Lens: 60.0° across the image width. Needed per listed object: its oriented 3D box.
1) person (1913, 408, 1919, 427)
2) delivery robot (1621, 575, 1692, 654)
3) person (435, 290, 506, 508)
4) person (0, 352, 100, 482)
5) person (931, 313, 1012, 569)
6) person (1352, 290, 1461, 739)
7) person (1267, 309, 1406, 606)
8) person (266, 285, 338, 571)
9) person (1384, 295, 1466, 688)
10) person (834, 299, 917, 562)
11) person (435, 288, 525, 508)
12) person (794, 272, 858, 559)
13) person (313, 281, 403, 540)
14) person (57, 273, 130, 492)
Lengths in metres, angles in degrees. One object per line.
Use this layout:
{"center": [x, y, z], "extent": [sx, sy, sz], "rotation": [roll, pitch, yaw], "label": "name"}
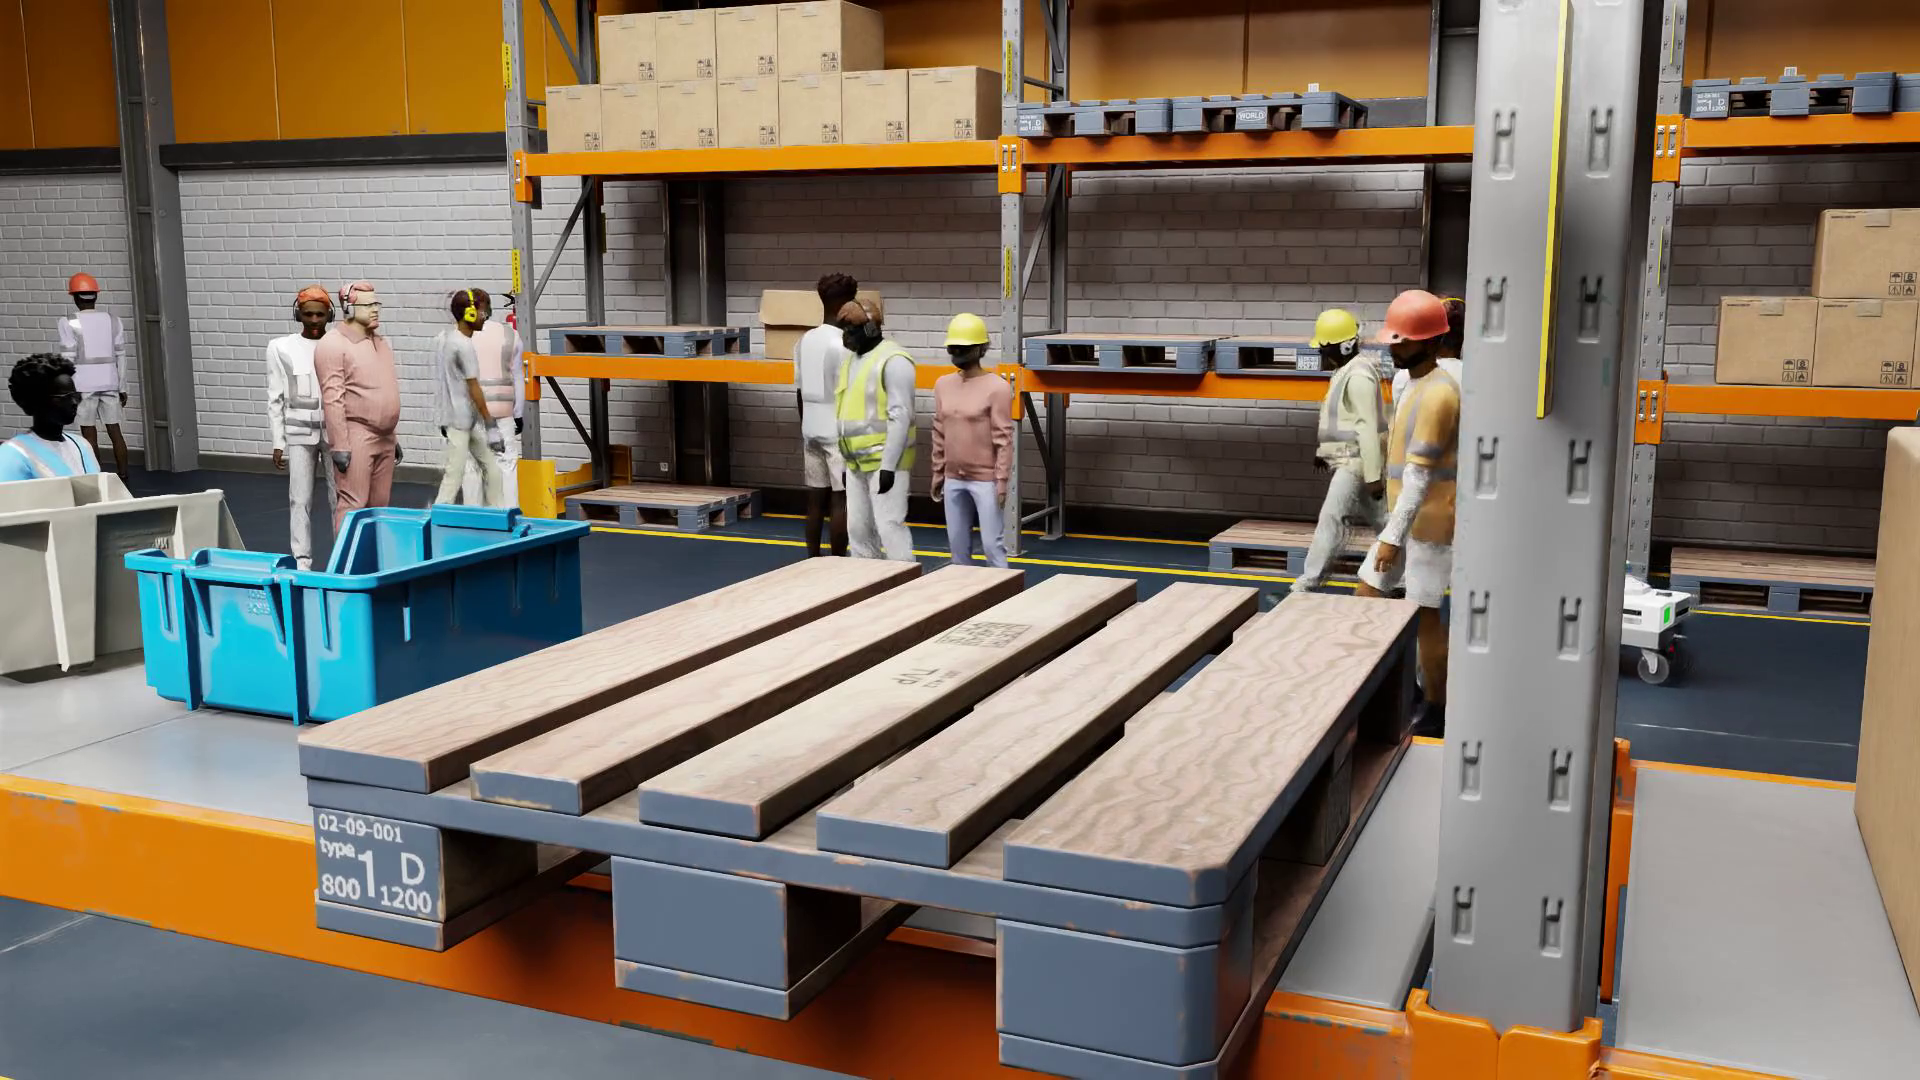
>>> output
{"center": [3.442, 0.069, 5.662], "extent": [0.538, 2.000, 0.684], "rotation": [-3, 10, -15], "label": "person"}
{"center": [3.209, 0.337, 8.215], "extent": [0.707, 0.478, 0.477], "rotation": [8, 13, 41], "label": "delivery robot"}
{"center": [-3.228, -0.758, 11.245], "extent": [0.892, 1.827, 0.536], "rotation": [-3, 10, -15], "label": "person"}
{"center": [-3.312, 0.162, 6.125], "extent": [0.320, 1.698, 0.531], "rotation": [0, 9, 2], "label": "person"}
{"center": [0.049, -0.322, 8.864], "extent": [0.529, 1.758, 0.362], "rotation": [8, 12, 39], "label": "person"}
{"center": [1.869, -0.070, 6.874], "extent": [0.508, 1.907, 0.548], "rotation": [0, 9, -1], "label": "person"}
{"center": [2.310, -0.459, 9.693], "extent": [0.916, 1.763, 0.716], "rotation": [2, 10, 12], "label": "person"}
{"center": [-3.917, -0.609, 10.178], "extent": [0.572, 1.887, 0.356], "rotation": [-5, 11, -26], "label": "person"}
{"center": [2.228, -0.186, 7.682], "extent": [0.514, 1.876, 0.328], "rotation": [2, 10, 12], "label": "person"}
{"center": [-0.474, -0.415, 9.220], "extent": [0.450, 1.825, 0.657], "rotation": [-6, 11, -33], "label": "person"}
{"center": [-3.488, -0.911, 12.136], "extent": [0.624, 1.841, 0.430], "rotation": [-4, 10, -23], "label": "person"}
{"center": [-0.770, -0.653, 10.208], "extent": [0.366, 1.962, 0.612], "rotation": [-8, 12, -38], "label": "person"}
{"center": [-3.598, -0.606, 10.104], "extent": [0.409, 1.908, 0.639], "rotation": [2, 10, 12], "label": "person"}
{"center": [-7.444, -1.317, 14.278], "extent": [0.377, 1.932, 0.551], "rotation": [7, 12, 36], "label": "person"}
